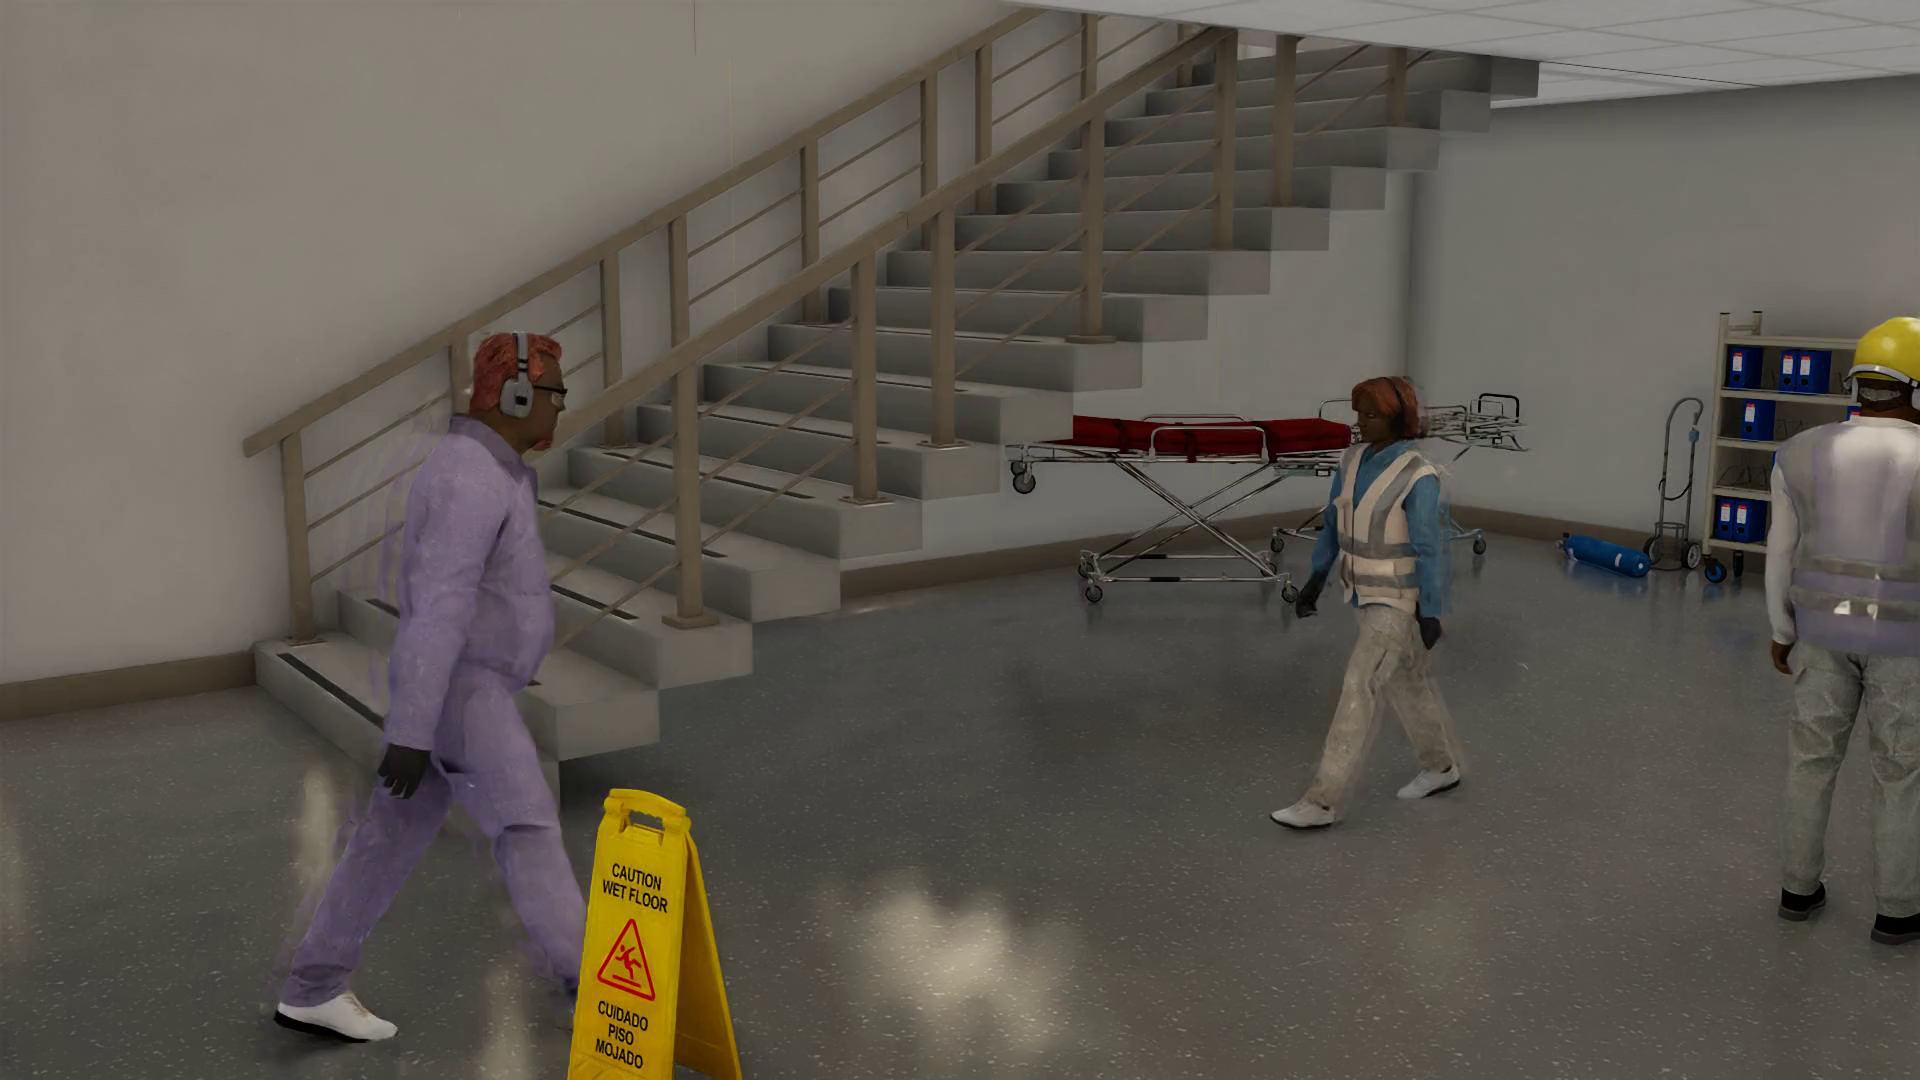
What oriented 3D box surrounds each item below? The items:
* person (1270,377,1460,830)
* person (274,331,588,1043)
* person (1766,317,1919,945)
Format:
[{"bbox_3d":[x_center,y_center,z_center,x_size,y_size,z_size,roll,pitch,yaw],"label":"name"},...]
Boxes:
[{"bbox_3d":[1.502,0.211,5.927,0.878,1.590,0.520,-3,10,-17],"label":"person"},{"bbox_3d":[-1.270,0.396,4.203,1.035,1.839,0.674,-3,10,-19],"label":"person"},{"bbox_3d":[2.689,0.267,4.903,0.403,1.833,0.587,-9,14,-43],"label":"person"}]
